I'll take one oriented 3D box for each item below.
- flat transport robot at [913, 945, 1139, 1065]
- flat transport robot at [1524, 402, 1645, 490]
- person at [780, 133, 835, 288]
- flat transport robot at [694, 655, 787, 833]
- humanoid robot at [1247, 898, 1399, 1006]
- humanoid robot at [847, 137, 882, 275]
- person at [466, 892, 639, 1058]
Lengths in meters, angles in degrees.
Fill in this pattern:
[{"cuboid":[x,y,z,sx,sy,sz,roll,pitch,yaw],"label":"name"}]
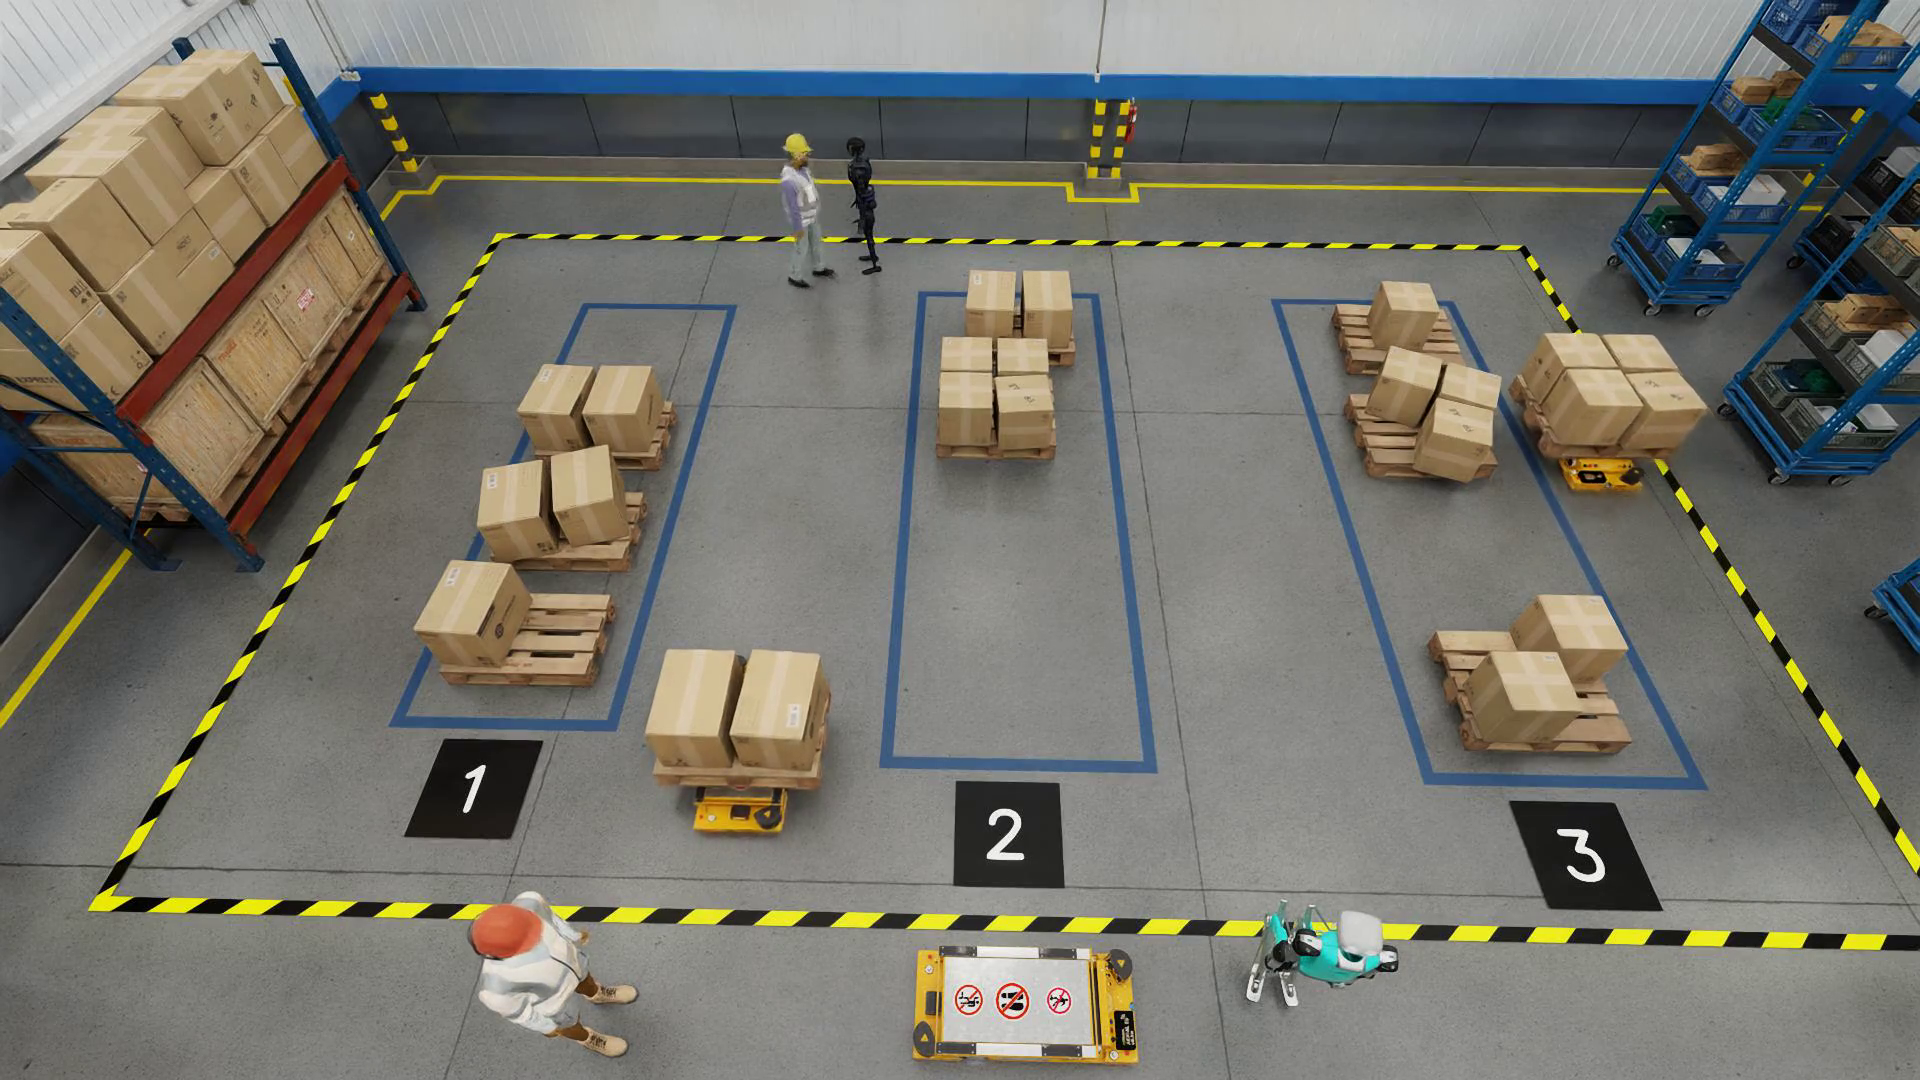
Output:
[{"cuboid":[0.422,3.041,6.007,1.431,0.231,0.659,1,51,1],"label":"flat transport robot"},{"cuboid":[6.341,-1.103,9.367,0.652,0.197,1.431,1,51,1],"label":"flat transport robot"},{"cuboid":[-1.825,-3.727,10.554,0.460,1.821,0.607,6,51,5],"label":"person"},{"cuboid":[-1.632,1.563,7.194,0.652,0.197,1.431,1,51,1],"label":"flat transport robot"},{"cuboid":[2.111,2.380,5.514,0.533,1.673,0.735,9,51,7],"label":"humanoid robot"},{"cuboid":[-1.135,-3.918,10.761,0.315,1.657,0.599,-6,51,-5],"label":"humanoid robot"},{"cuboid":[-2.319,2.521,5.288,0.373,2.043,0.604,1,51,1],"label":"person"}]
